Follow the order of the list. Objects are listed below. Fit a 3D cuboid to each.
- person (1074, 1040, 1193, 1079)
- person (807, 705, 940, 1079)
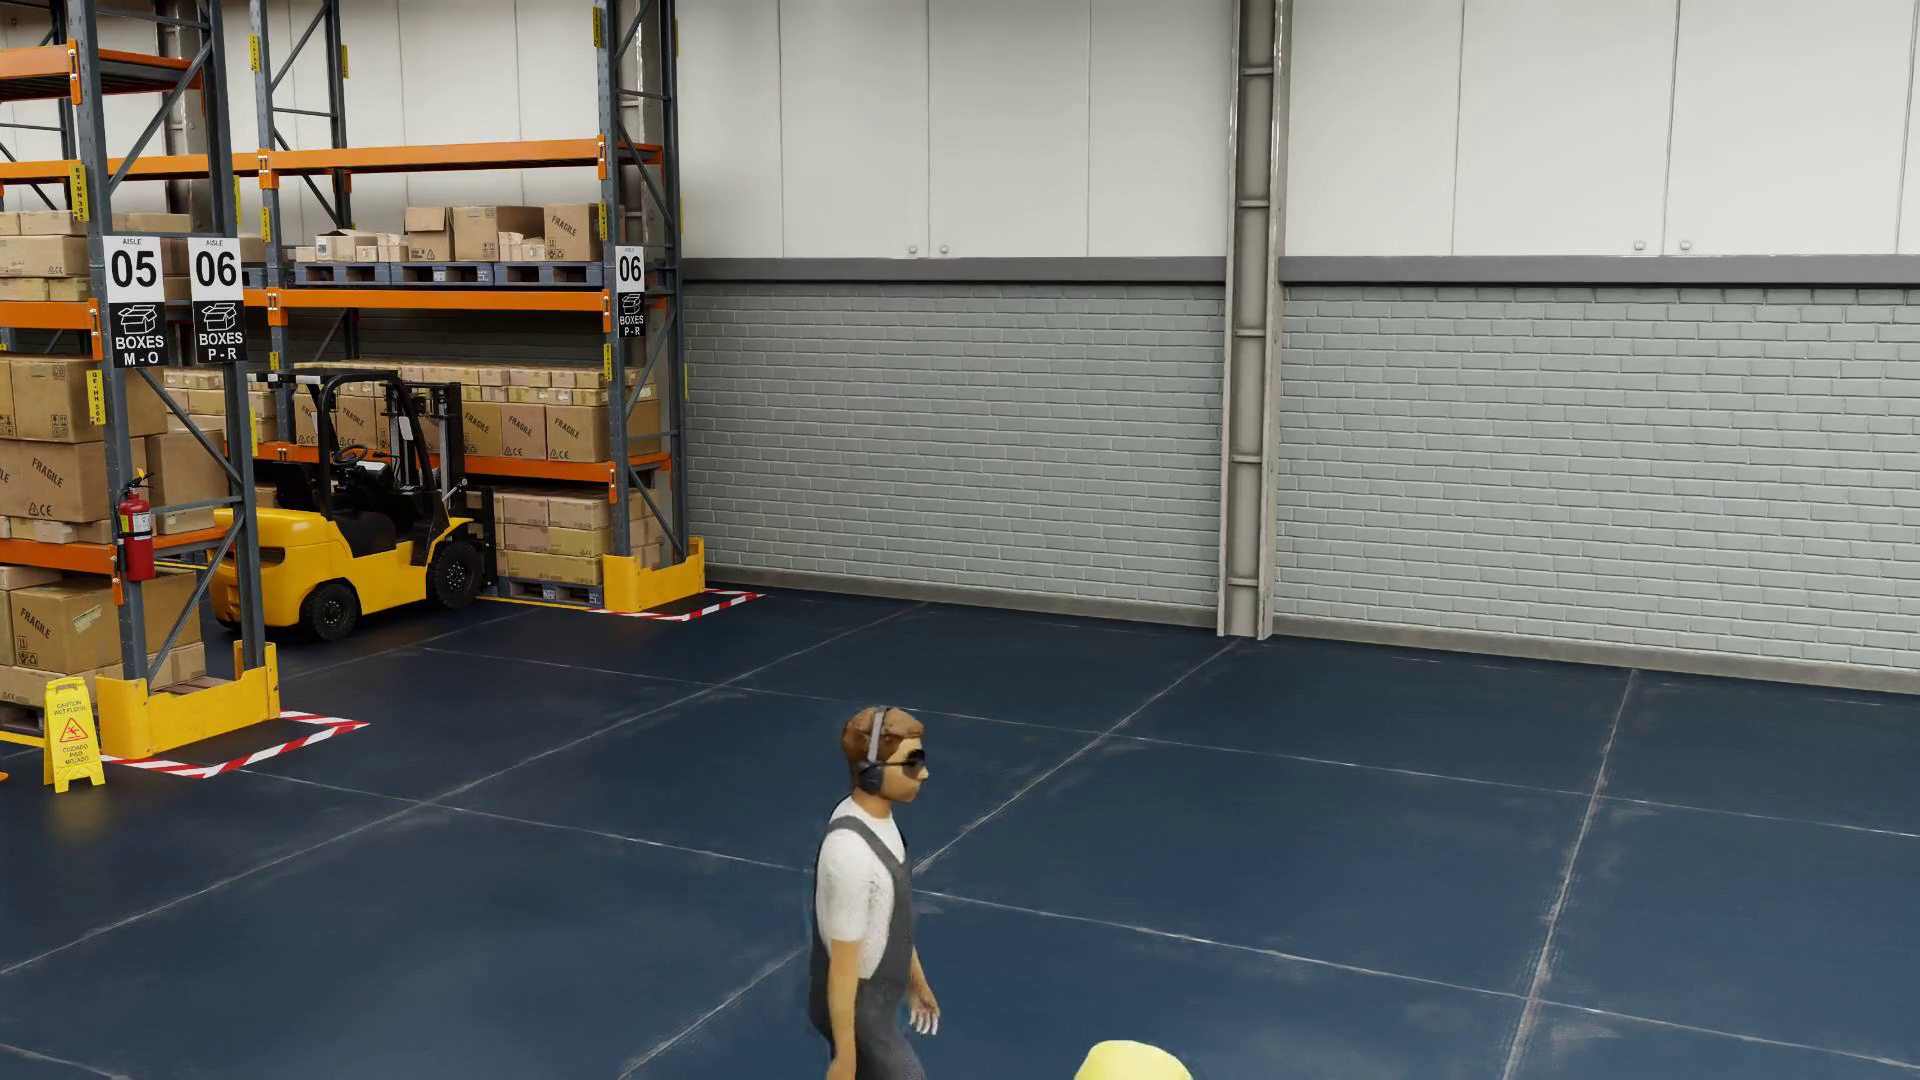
[{"bbox_3d":[0.325,1.698,2.889,0.399,1.750,0.542,2,9,12],"label":"person"},{"bbox_3d":[-0.152,1.362,4.758,0.705,1.824,0.511,0,9,-1],"label":"person"}]
